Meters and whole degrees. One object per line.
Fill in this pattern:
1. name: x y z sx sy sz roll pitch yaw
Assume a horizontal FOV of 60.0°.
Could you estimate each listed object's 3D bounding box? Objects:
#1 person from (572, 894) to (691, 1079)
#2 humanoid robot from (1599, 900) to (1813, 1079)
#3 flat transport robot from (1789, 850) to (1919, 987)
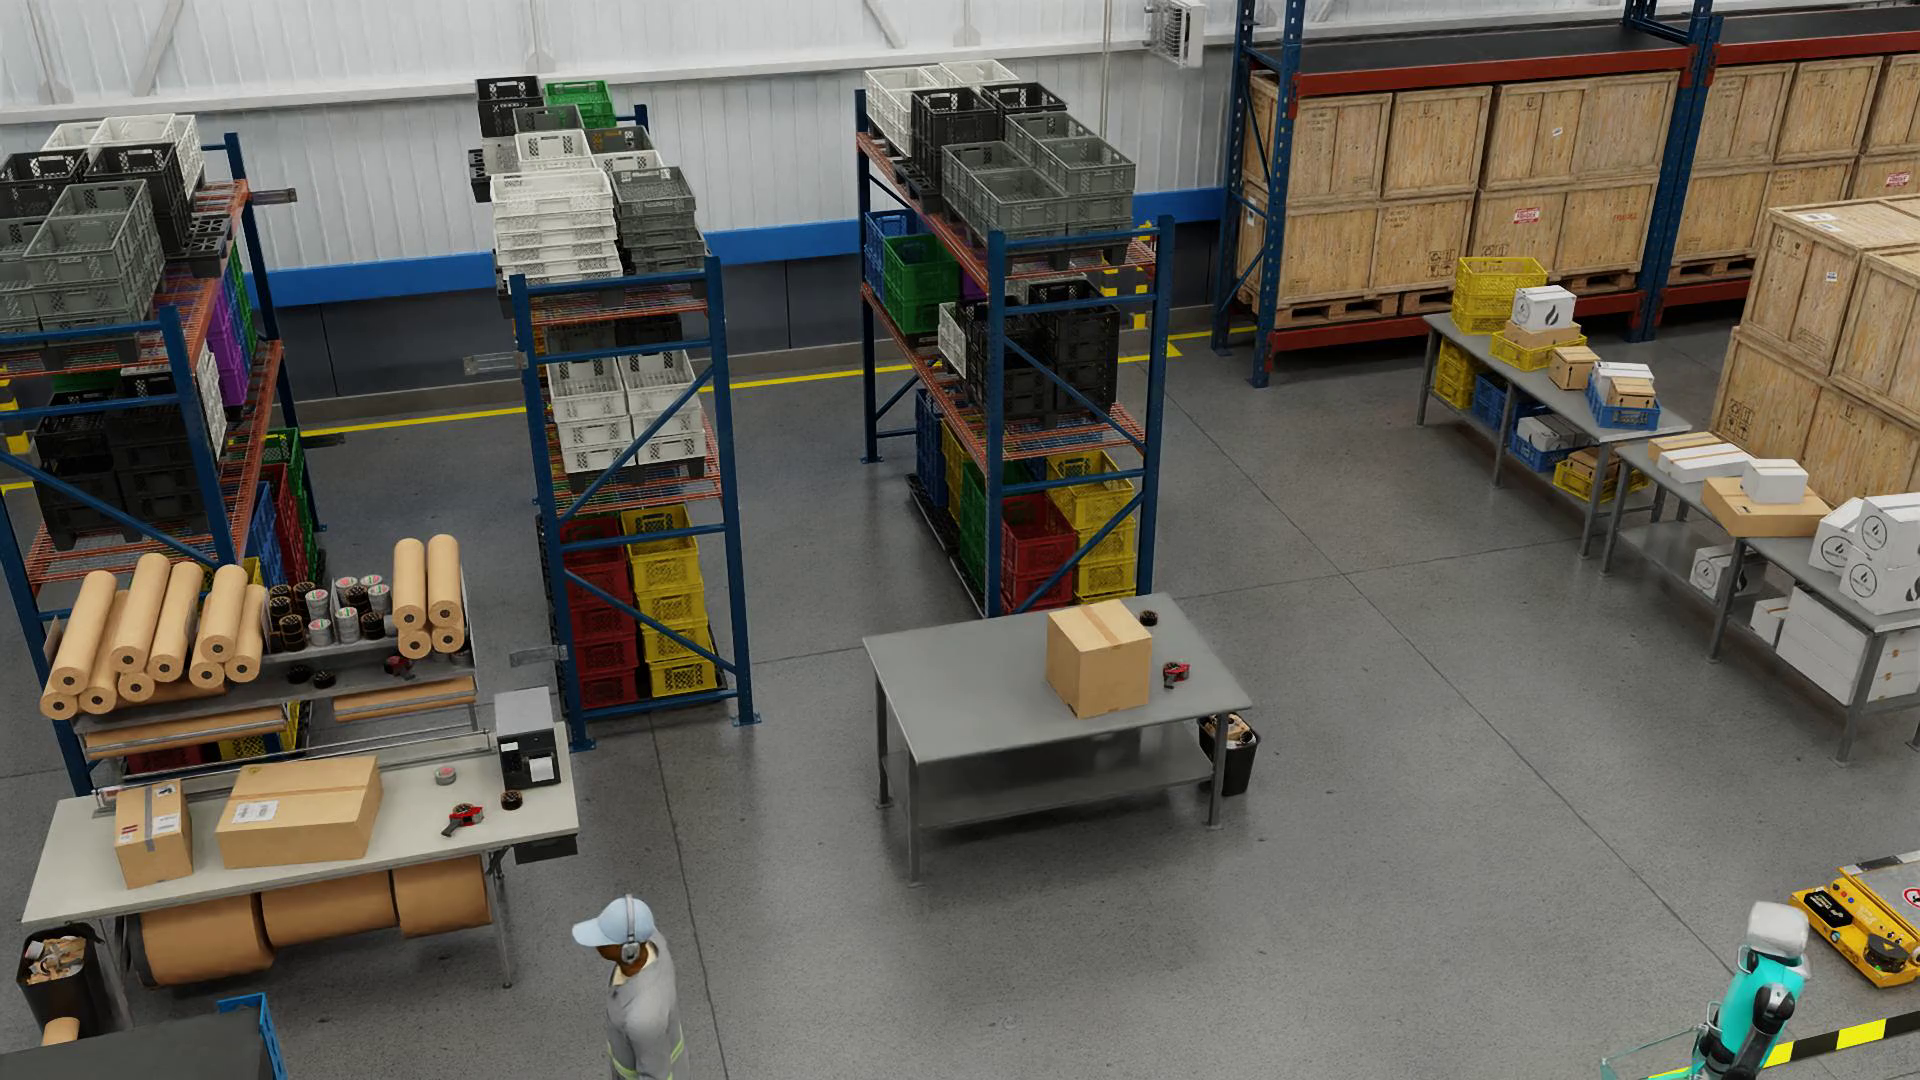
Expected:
1. person: -1.261 2.145 6.614 0.375 1.852 0.588 -7 30 -12
2. humanoid robot: 2.862 2.099 6.678 0.735 1.677 0.533 12 31 21
3. flat transport robot: 5.163 1.916 8.676 1.431 0.231 0.659 -8 30 -14
